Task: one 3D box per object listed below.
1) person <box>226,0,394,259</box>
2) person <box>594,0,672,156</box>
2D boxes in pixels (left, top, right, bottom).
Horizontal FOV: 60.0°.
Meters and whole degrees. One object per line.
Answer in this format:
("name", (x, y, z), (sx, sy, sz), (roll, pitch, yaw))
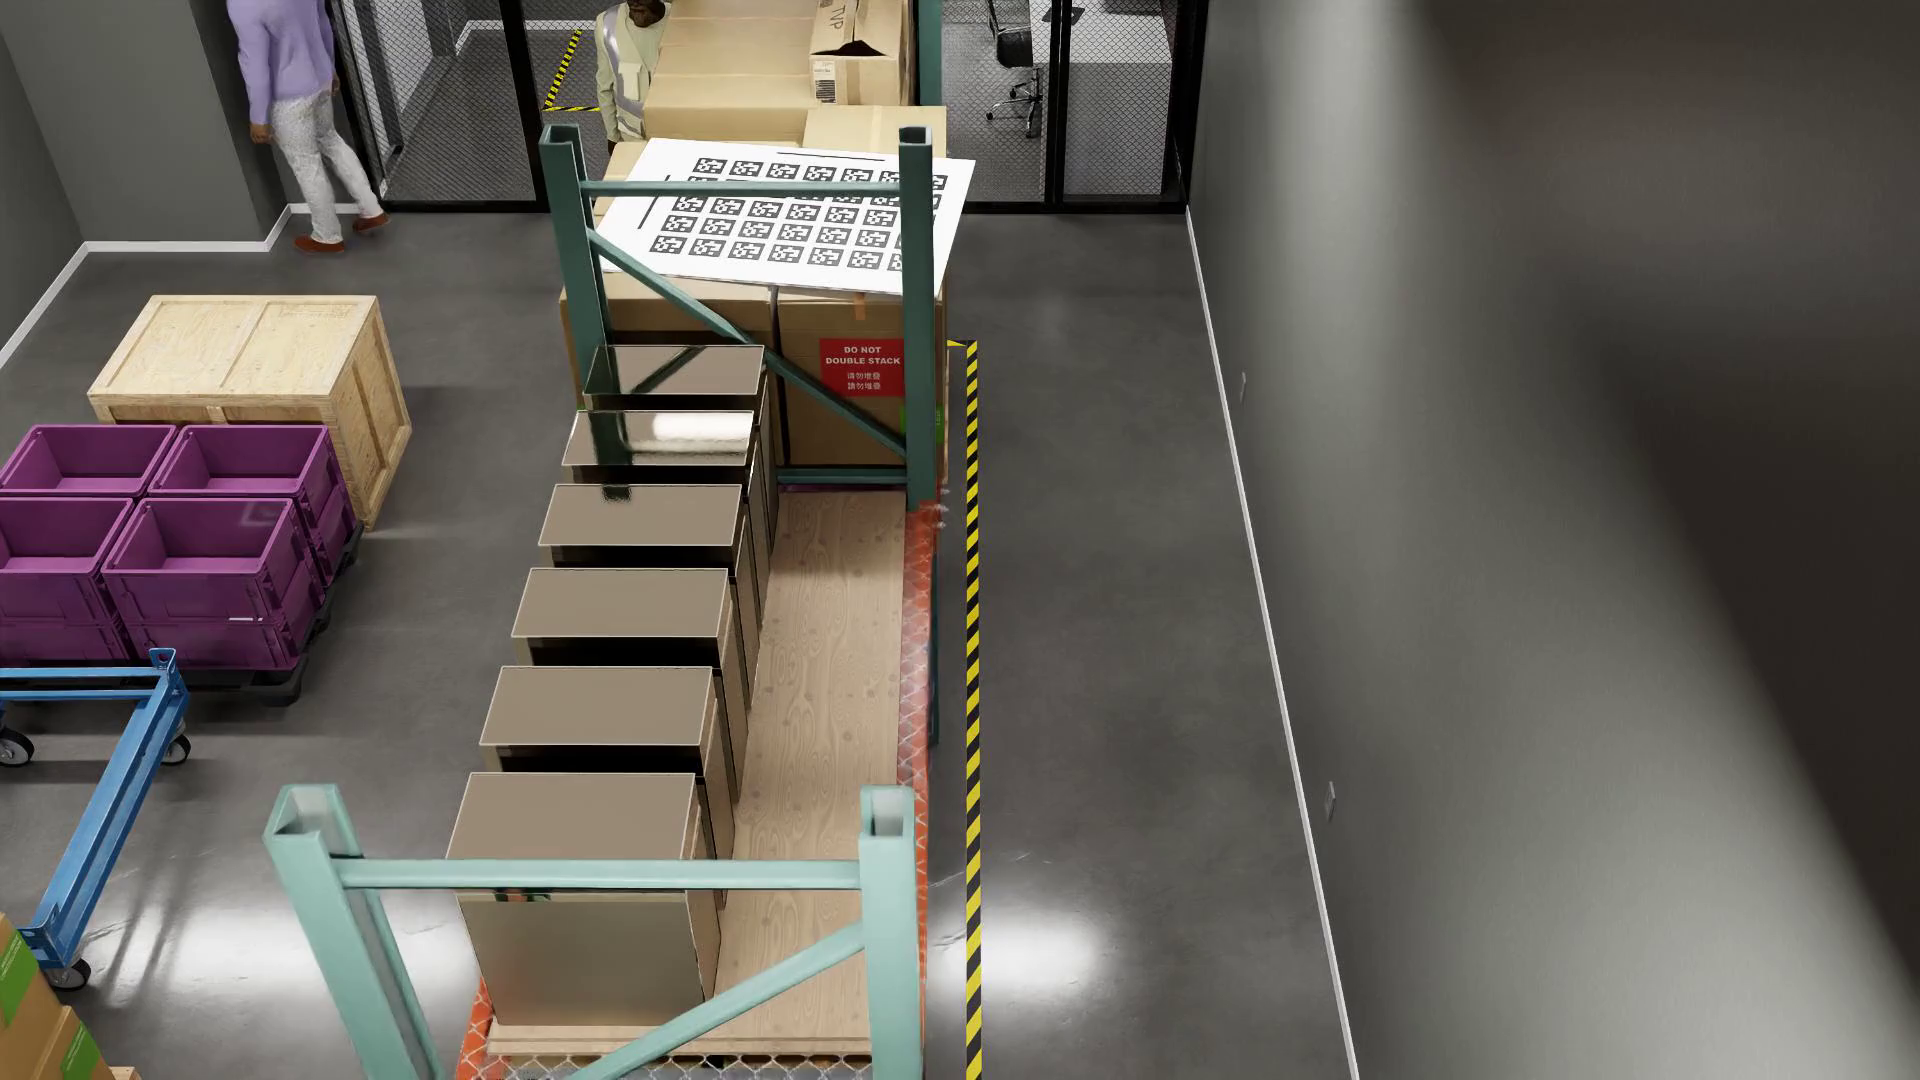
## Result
("person", (-3.428, -2.333, 8.555), (0.402, 1.935, 0.654), (11, 42, 12))
("person", (-1.493, -2.061, 8.322), (0.600, 1.830, 0.403), (0, 41, 0))
